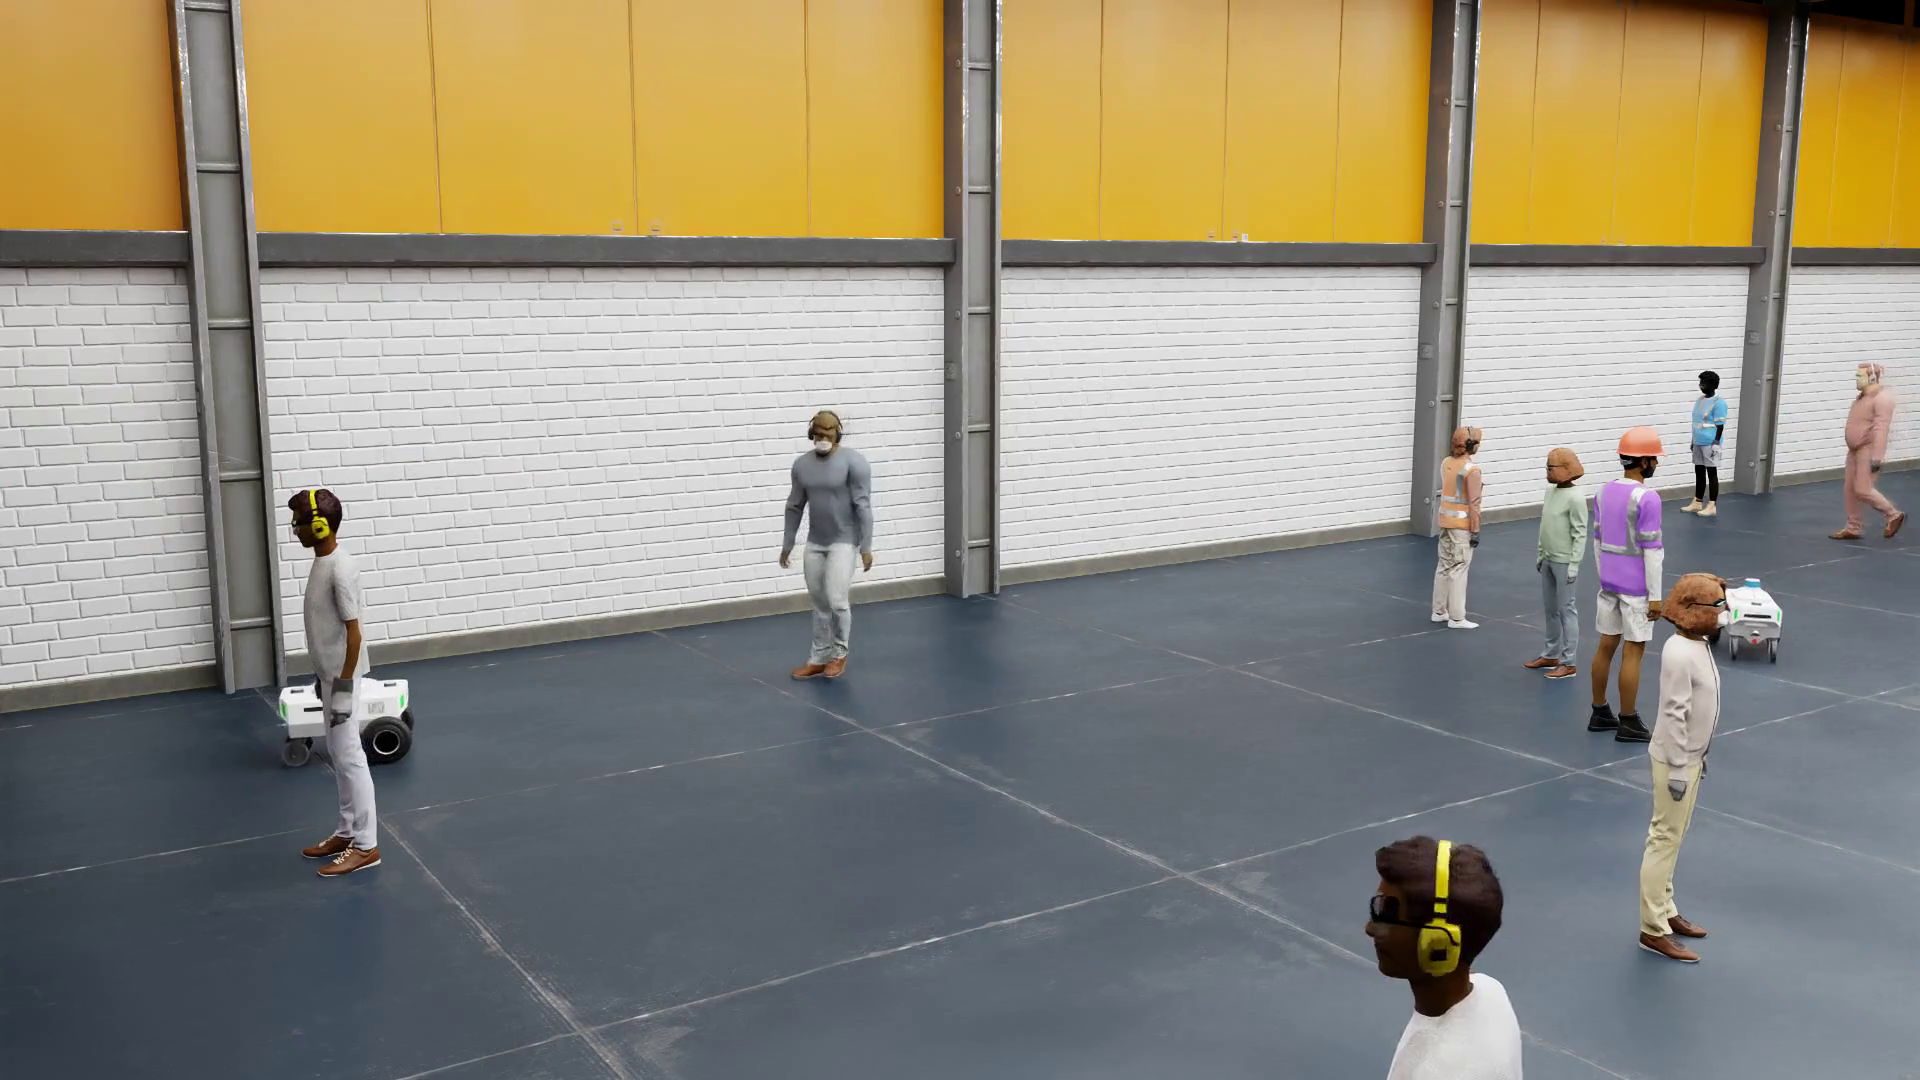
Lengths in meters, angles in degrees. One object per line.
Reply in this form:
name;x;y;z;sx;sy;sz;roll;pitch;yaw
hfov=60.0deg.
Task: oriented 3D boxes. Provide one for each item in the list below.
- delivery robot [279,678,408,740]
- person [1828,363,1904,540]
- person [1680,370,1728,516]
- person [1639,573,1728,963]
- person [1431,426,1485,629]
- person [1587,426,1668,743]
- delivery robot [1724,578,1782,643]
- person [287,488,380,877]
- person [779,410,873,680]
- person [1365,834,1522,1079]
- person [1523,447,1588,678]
delivery robot;-3.633;0.975;9.821;0.707;0.478;0.477;-3;10;-16
person;9.571;-0.916;17.472;0.567;1.891;0.657;1;9;4
person;8.669;-1.124;19.325;0.319;1.693;0.532;-2;10;-9
person;3.075;0.941;7.057;0.278;1.634;0.498;6;11;32
person;3.999;-0.099;13.335;0.312;1.633;0.519;-2;10;-13
person;4.111;0.269;10.196;0.355;1.938;0.545;-3;10;-17
delivery robot;5.930;0.533;12.483;0.477;0.478;0.707;3;10;17
person;-3.010;0.674;7.984;0.327;1.865;0.517;-6;11;-31
person;-0.925;0.050;11.555;0.719;1.919;0.409;7;12;35
person;0.877;1.469;3.175;0.324;1.870;0.551;4;10;24
person;4.234;0.158;11.777;0.270;1.632;0.509;-1;10;-8
